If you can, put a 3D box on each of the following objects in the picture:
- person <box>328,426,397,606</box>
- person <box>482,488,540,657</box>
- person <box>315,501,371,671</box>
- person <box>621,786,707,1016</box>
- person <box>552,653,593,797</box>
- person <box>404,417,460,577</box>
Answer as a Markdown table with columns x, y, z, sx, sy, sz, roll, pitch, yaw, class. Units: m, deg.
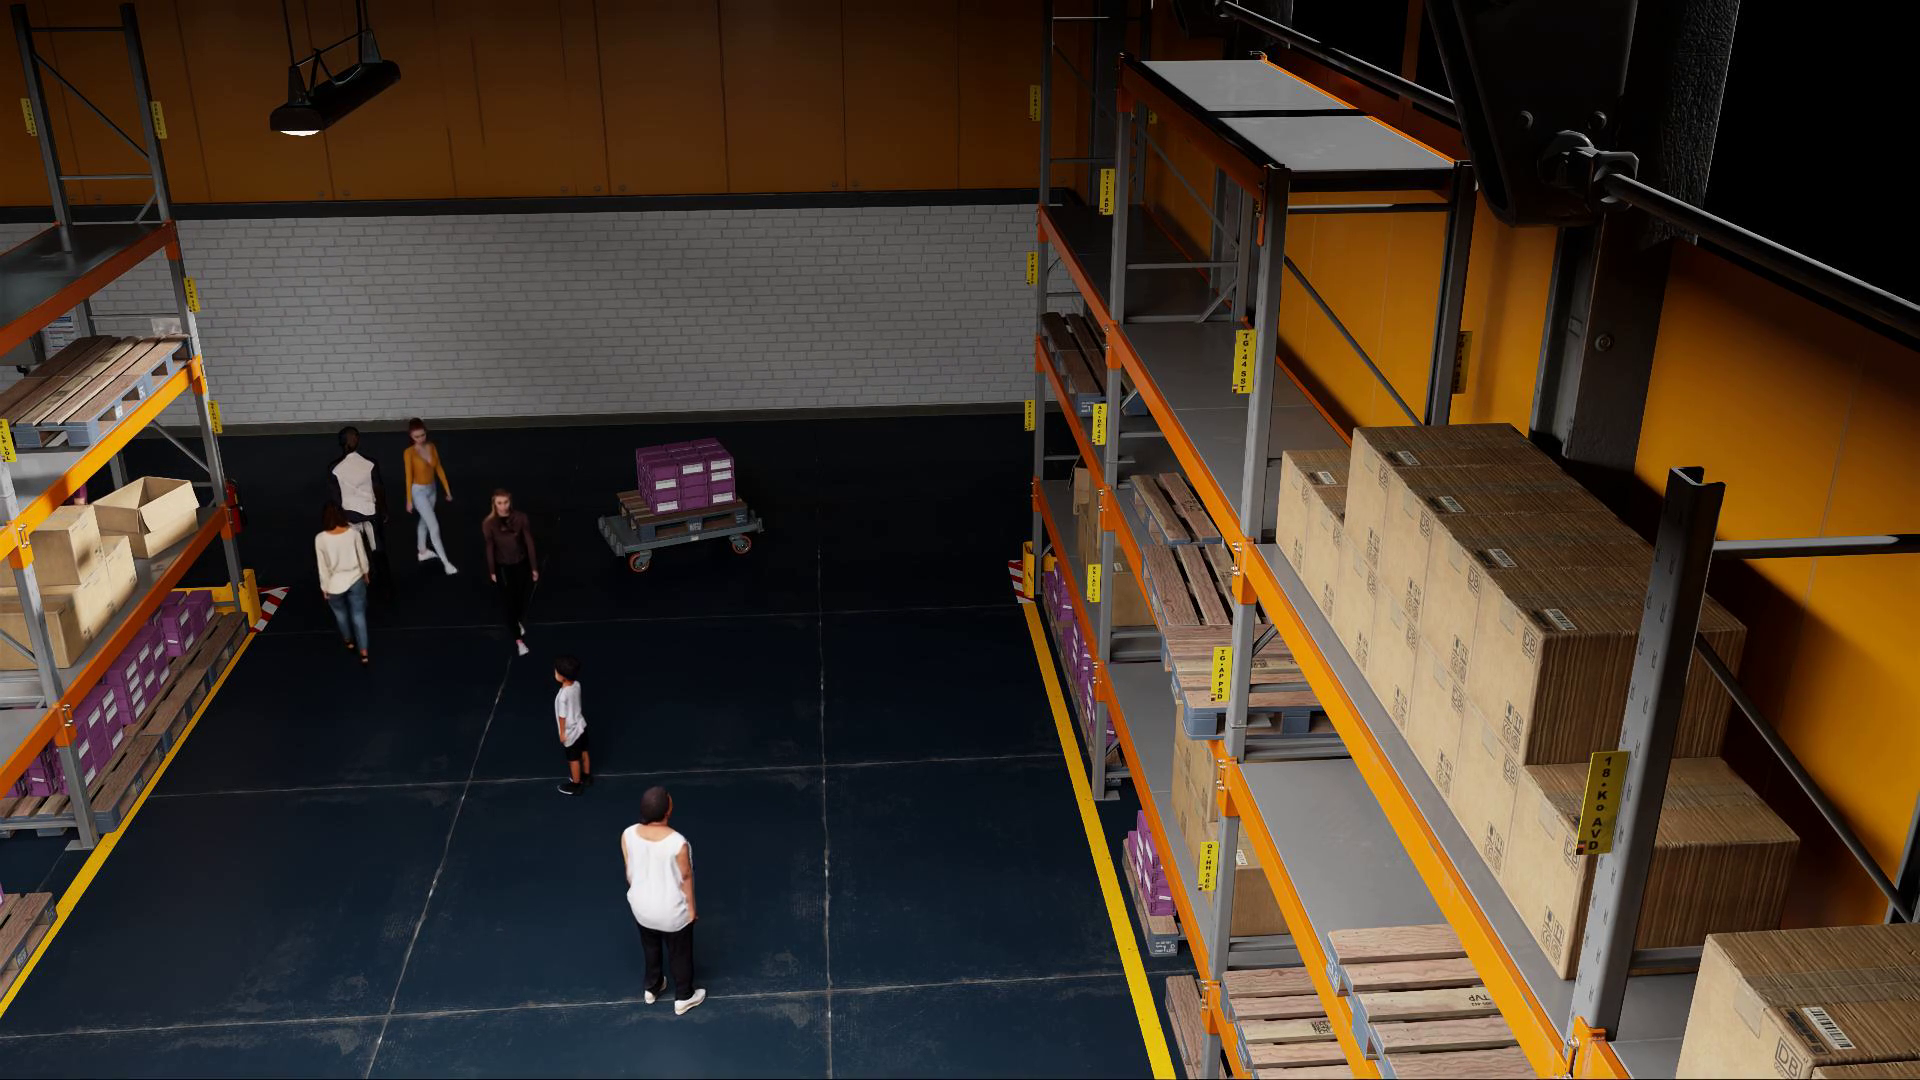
| x | y | z | sx | sy | sz | roll | pitch | yaw | class |
| --- | --- | --- | --- | --- | --- | --- | --- | --- | --- |
| -6.113 | -0.252 | 16.973 | 0.746 | 1.893 | 0.704 | -10 | 25 | -21 | person |
| -4.351 | 0.256 | 16.126 | 0.911 | 1.641 | 1.211 | -12 | 26 | -26 | person |
| -5.770 | 0.465 | 15.650 | 0.911 | 1.640 | 1.158 | -11 | 26 | -24 | person |
| -1.993 | 2.401 | 11.162 | 0.757 | 1.686 | 0.771 | 11 | 26 | 23 | person |
| -3.195 | 1.514 | 13.728 | 0.600 | 1.257 | 0.507 | 6 | 24 | 13 | person |
| -5.749 | -0.476 | 17.708 | 1.092 | 1.715 | 1.132 | 9 | 25 | 19 | person |
